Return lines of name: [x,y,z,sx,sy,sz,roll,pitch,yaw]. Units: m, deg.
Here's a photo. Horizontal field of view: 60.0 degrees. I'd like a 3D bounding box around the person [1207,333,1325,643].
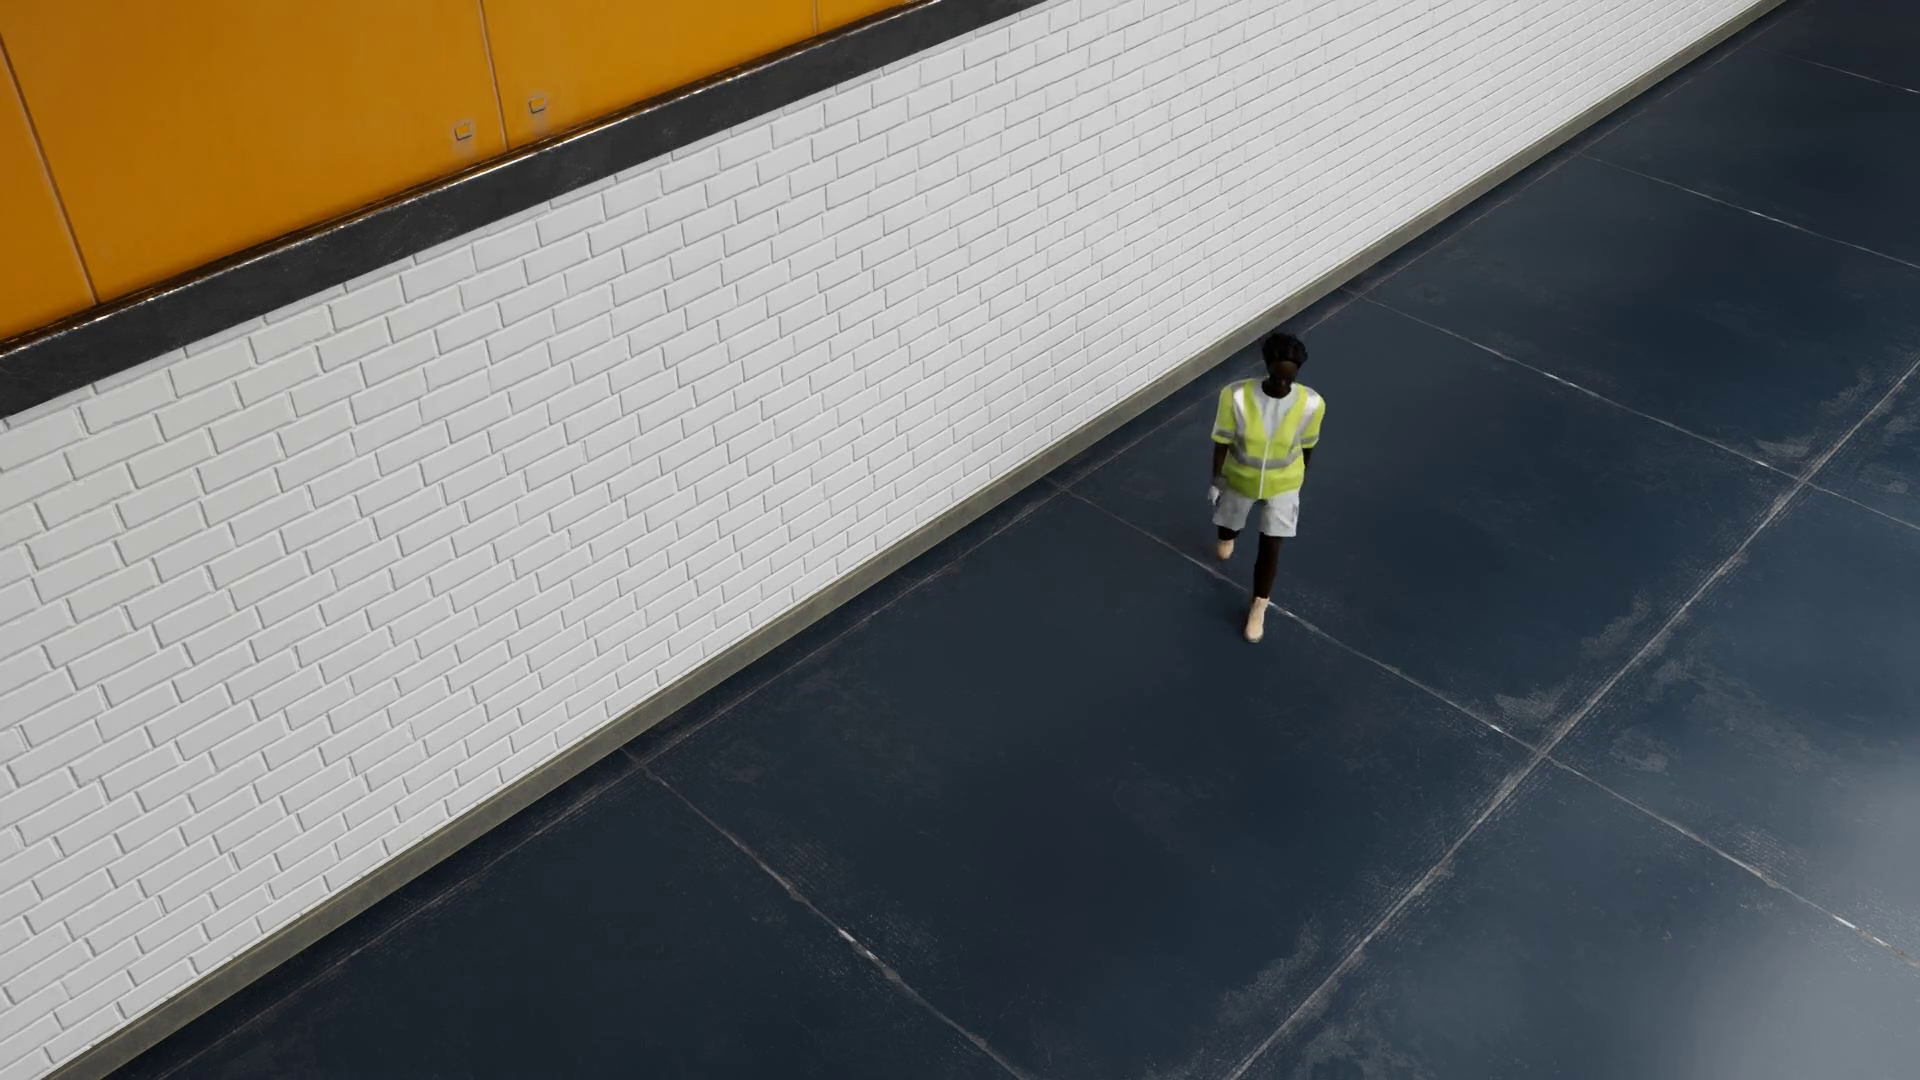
person: [1.485,-0.347,8.218,0.523,1.677,0.680,6,39,8]
